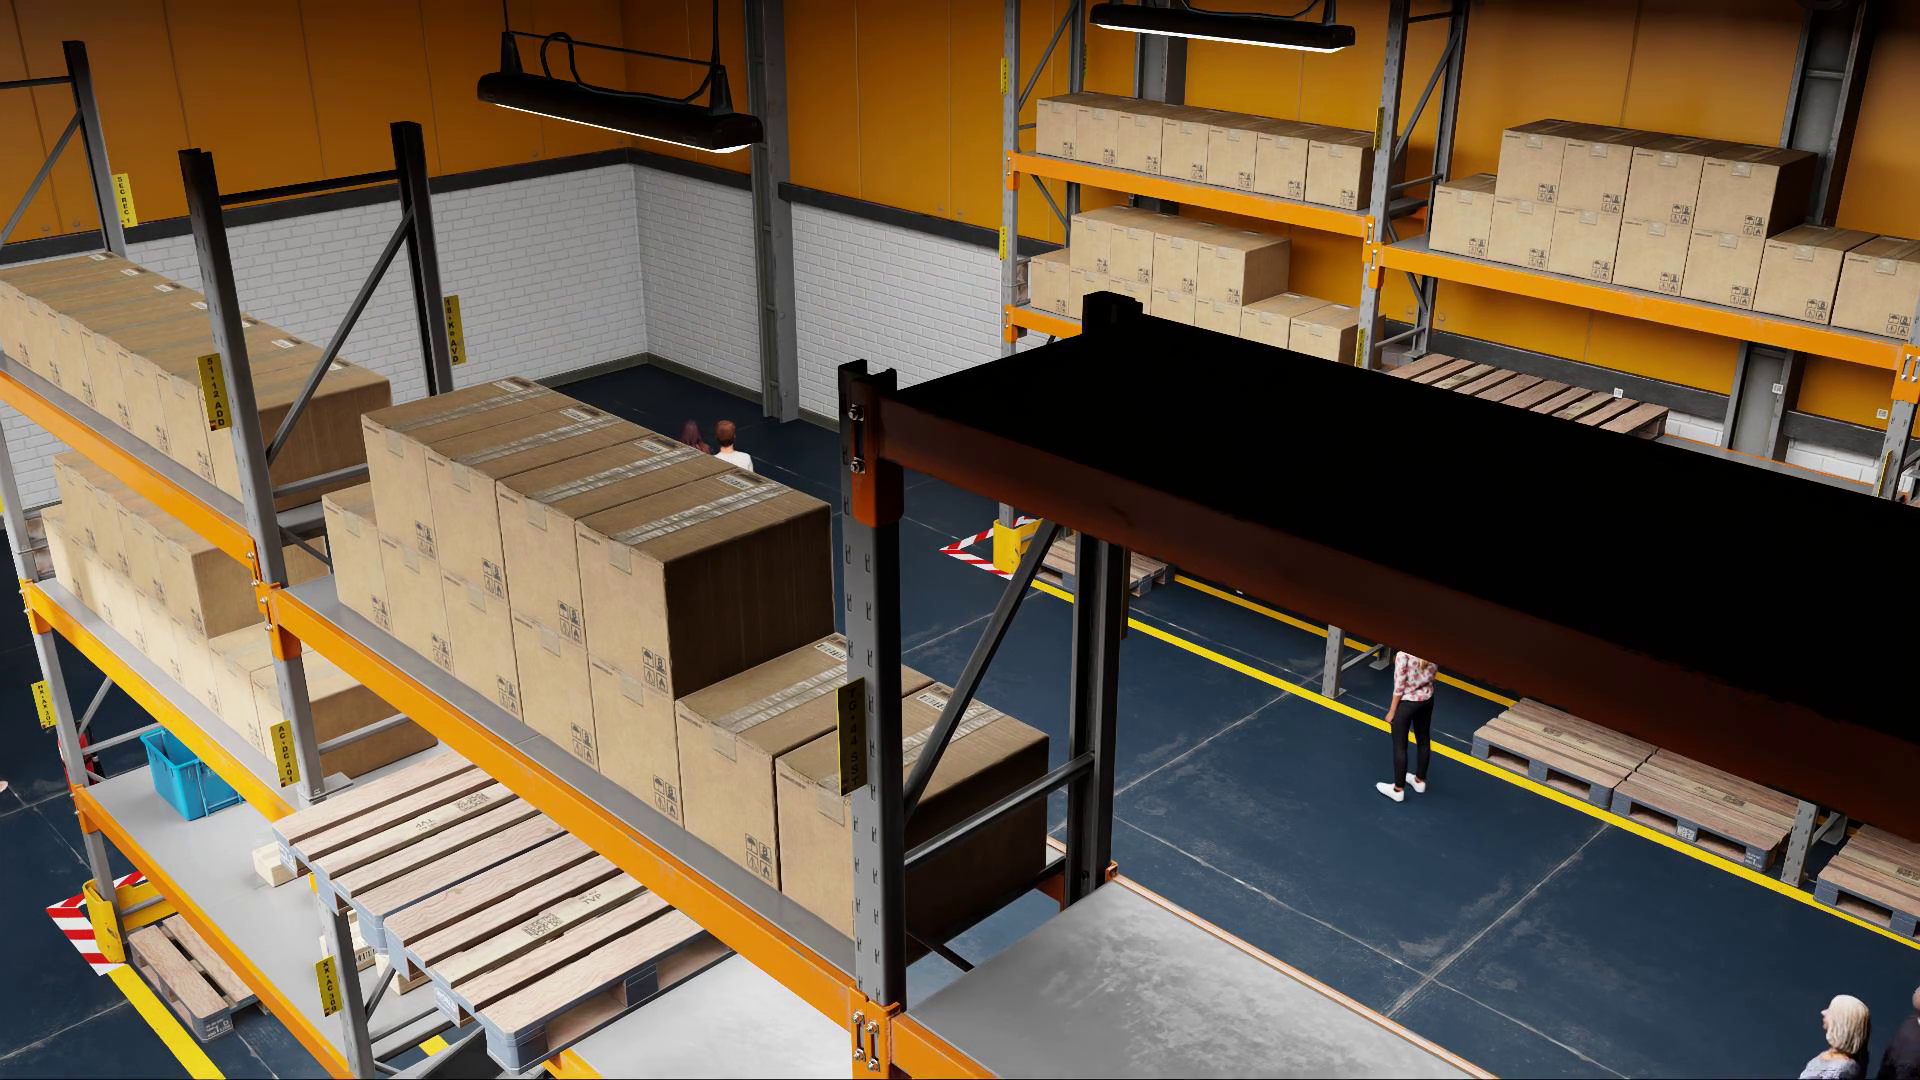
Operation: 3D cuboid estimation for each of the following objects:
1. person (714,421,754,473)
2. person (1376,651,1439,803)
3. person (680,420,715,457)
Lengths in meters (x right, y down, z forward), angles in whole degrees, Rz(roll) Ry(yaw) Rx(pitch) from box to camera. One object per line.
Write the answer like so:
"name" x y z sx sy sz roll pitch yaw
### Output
"person" -2.220 -0.246 16.243 0.741 1.899 0.716 -9 25 -21
"person" 3.562 1.283 13.079 0.631 1.632 0.597 -12 26 -25
"person" -2.732 -0.478 17.137 0.652 1.608 0.606 -13 27 -28
